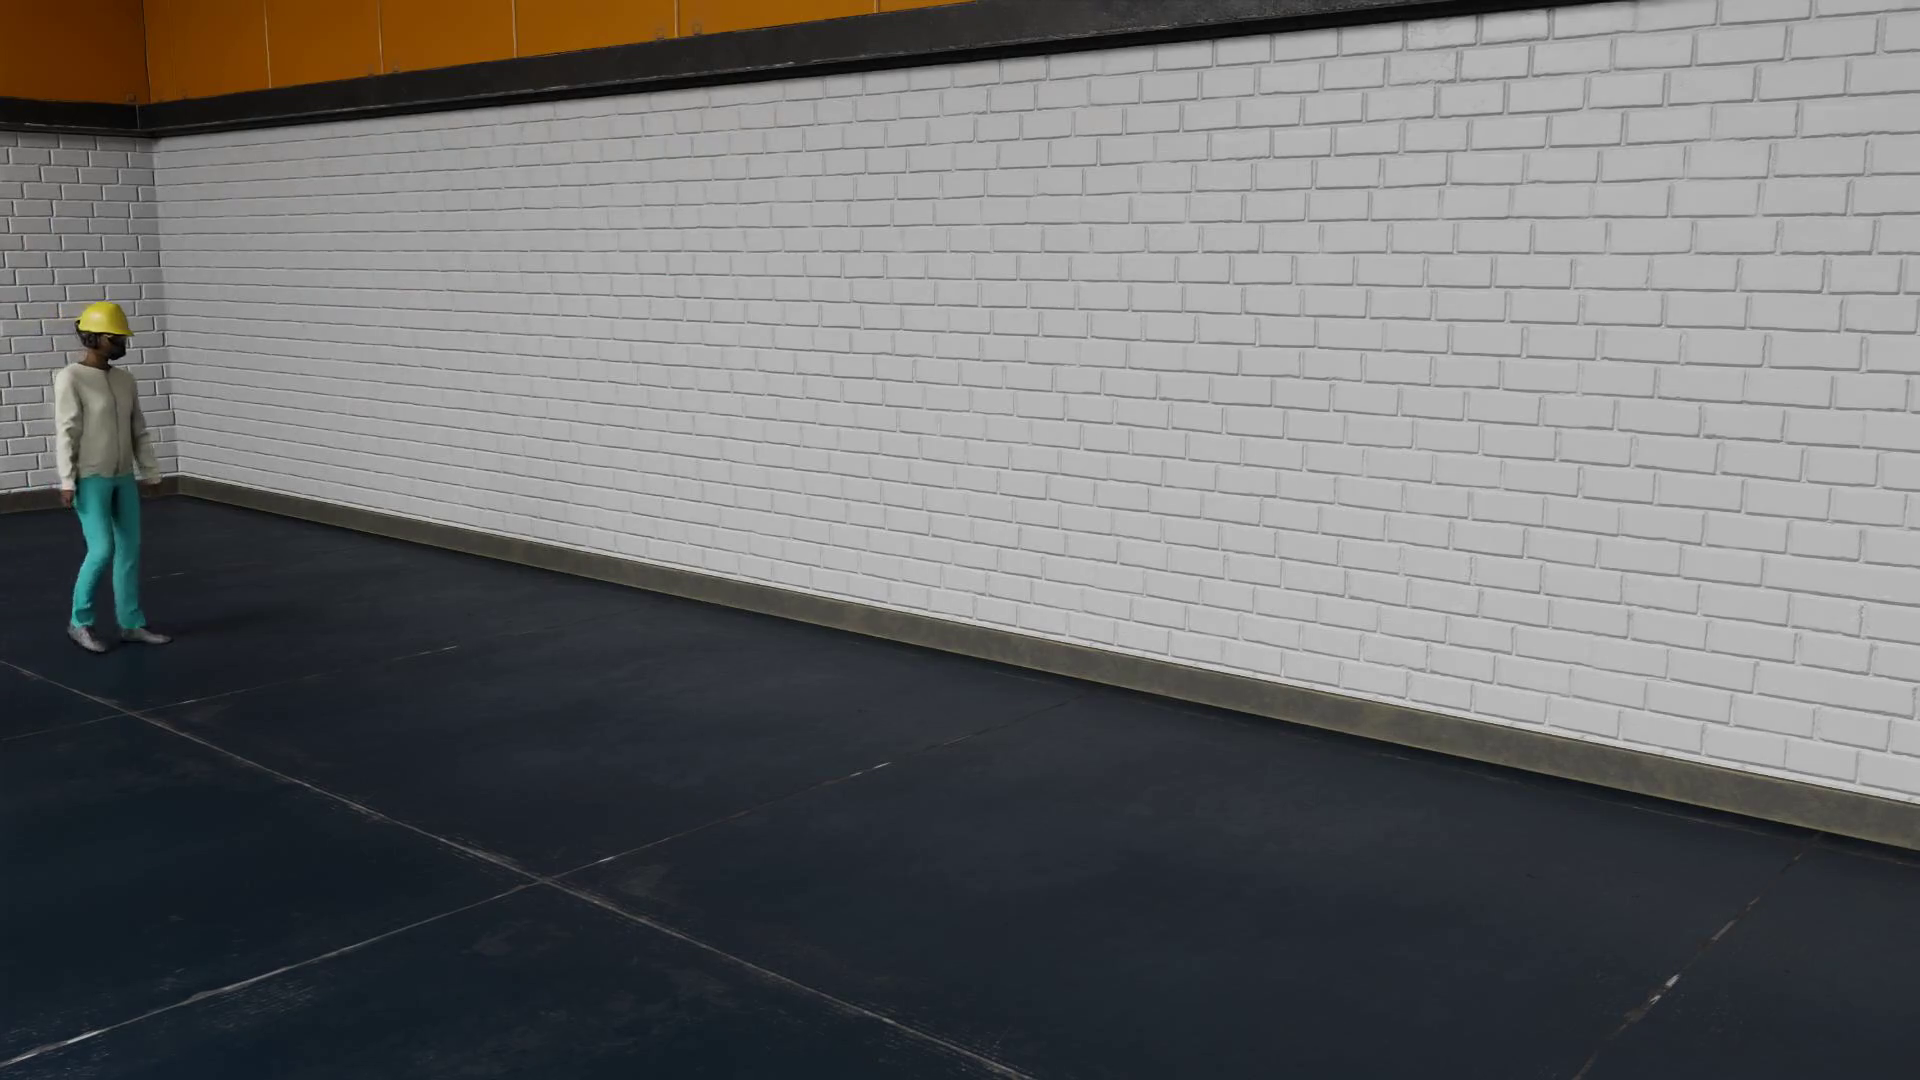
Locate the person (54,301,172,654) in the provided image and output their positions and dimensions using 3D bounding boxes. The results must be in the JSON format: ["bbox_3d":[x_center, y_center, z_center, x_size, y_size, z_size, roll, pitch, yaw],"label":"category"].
[{"bbox_3d":[-4.267,-0.311,8.350,0.358,1.758,0.576,2,10,13],"label":"person"}]
